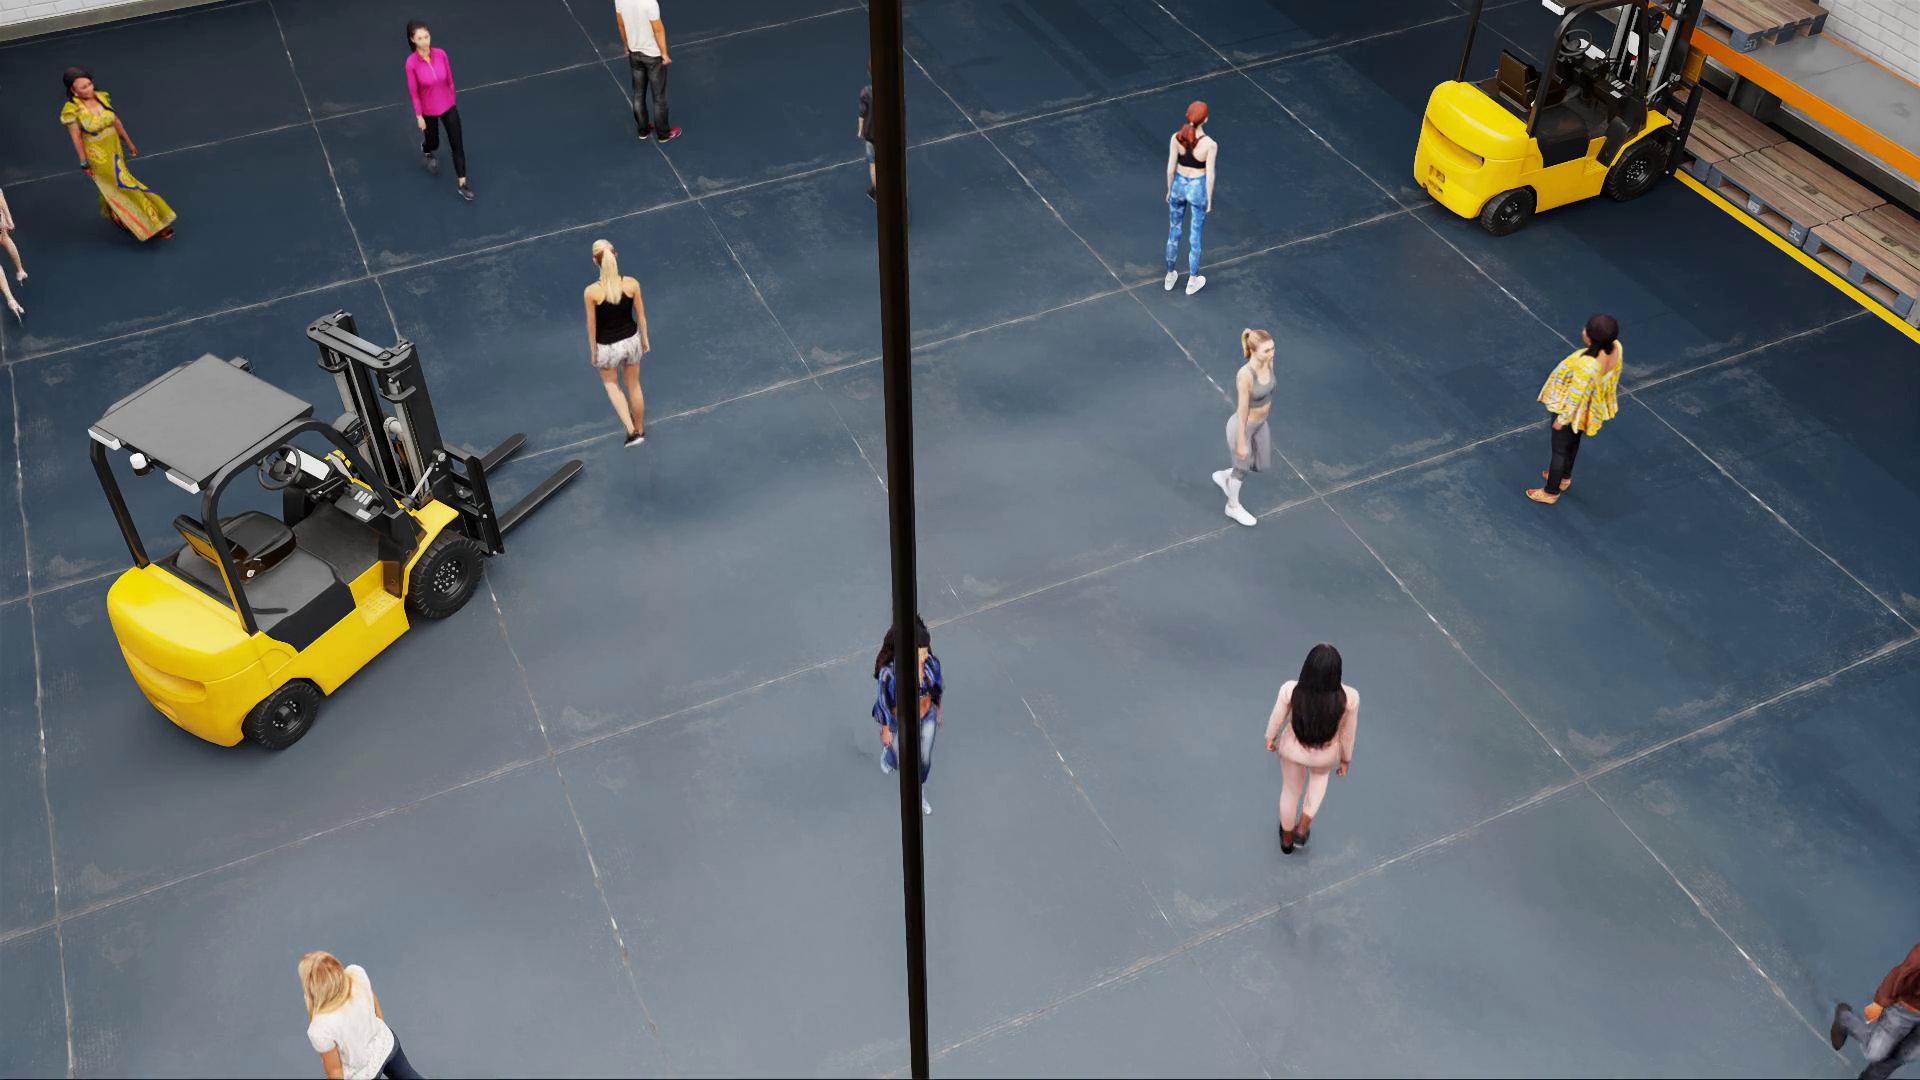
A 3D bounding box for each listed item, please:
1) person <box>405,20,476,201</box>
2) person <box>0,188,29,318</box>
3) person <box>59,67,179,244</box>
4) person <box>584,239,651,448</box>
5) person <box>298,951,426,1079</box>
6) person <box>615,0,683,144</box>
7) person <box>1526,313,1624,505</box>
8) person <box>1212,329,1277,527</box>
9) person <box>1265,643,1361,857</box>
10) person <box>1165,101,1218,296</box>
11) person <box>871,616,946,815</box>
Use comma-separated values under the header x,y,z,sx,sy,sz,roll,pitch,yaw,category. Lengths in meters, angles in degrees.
x,y,z,sx,sy,sz,roll,pitch,yaw,category
-4.843,-3.982,15.275,0.740,1.677,1.083,-29,51,-27,person
-8.140,-2.634,13.838,0.623,1.698,1.017,-21,47,-20,person
-7.640,-3.417,14.718,1.262,1.626,1.247,11,45,11,person
-2.533,-1.407,12.453,0.607,1.831,0.728,-18,47,-18,person
-2.933,2.590,8.275,0.707,1.807,0.631,11,45,11,person
-3.018,-4.670,15.905,0.692,1.804,0.775,18,46,18,person
4.492,-0.955,12.106,0.889,1.655,0.844,31,52,28,person
2.004,-0.827,11.945,0.777,1.691,0.690,34,53,30,person
2.032,1.302,9.697,0.769,1.710,0.802,8,44,8,person
1.932,-2.890,14.051,0.673,1.784,0.739,17,46,17,person
-0.336,1.039,10.048,0.634,1.605,0.722,-20,47,-20,person
